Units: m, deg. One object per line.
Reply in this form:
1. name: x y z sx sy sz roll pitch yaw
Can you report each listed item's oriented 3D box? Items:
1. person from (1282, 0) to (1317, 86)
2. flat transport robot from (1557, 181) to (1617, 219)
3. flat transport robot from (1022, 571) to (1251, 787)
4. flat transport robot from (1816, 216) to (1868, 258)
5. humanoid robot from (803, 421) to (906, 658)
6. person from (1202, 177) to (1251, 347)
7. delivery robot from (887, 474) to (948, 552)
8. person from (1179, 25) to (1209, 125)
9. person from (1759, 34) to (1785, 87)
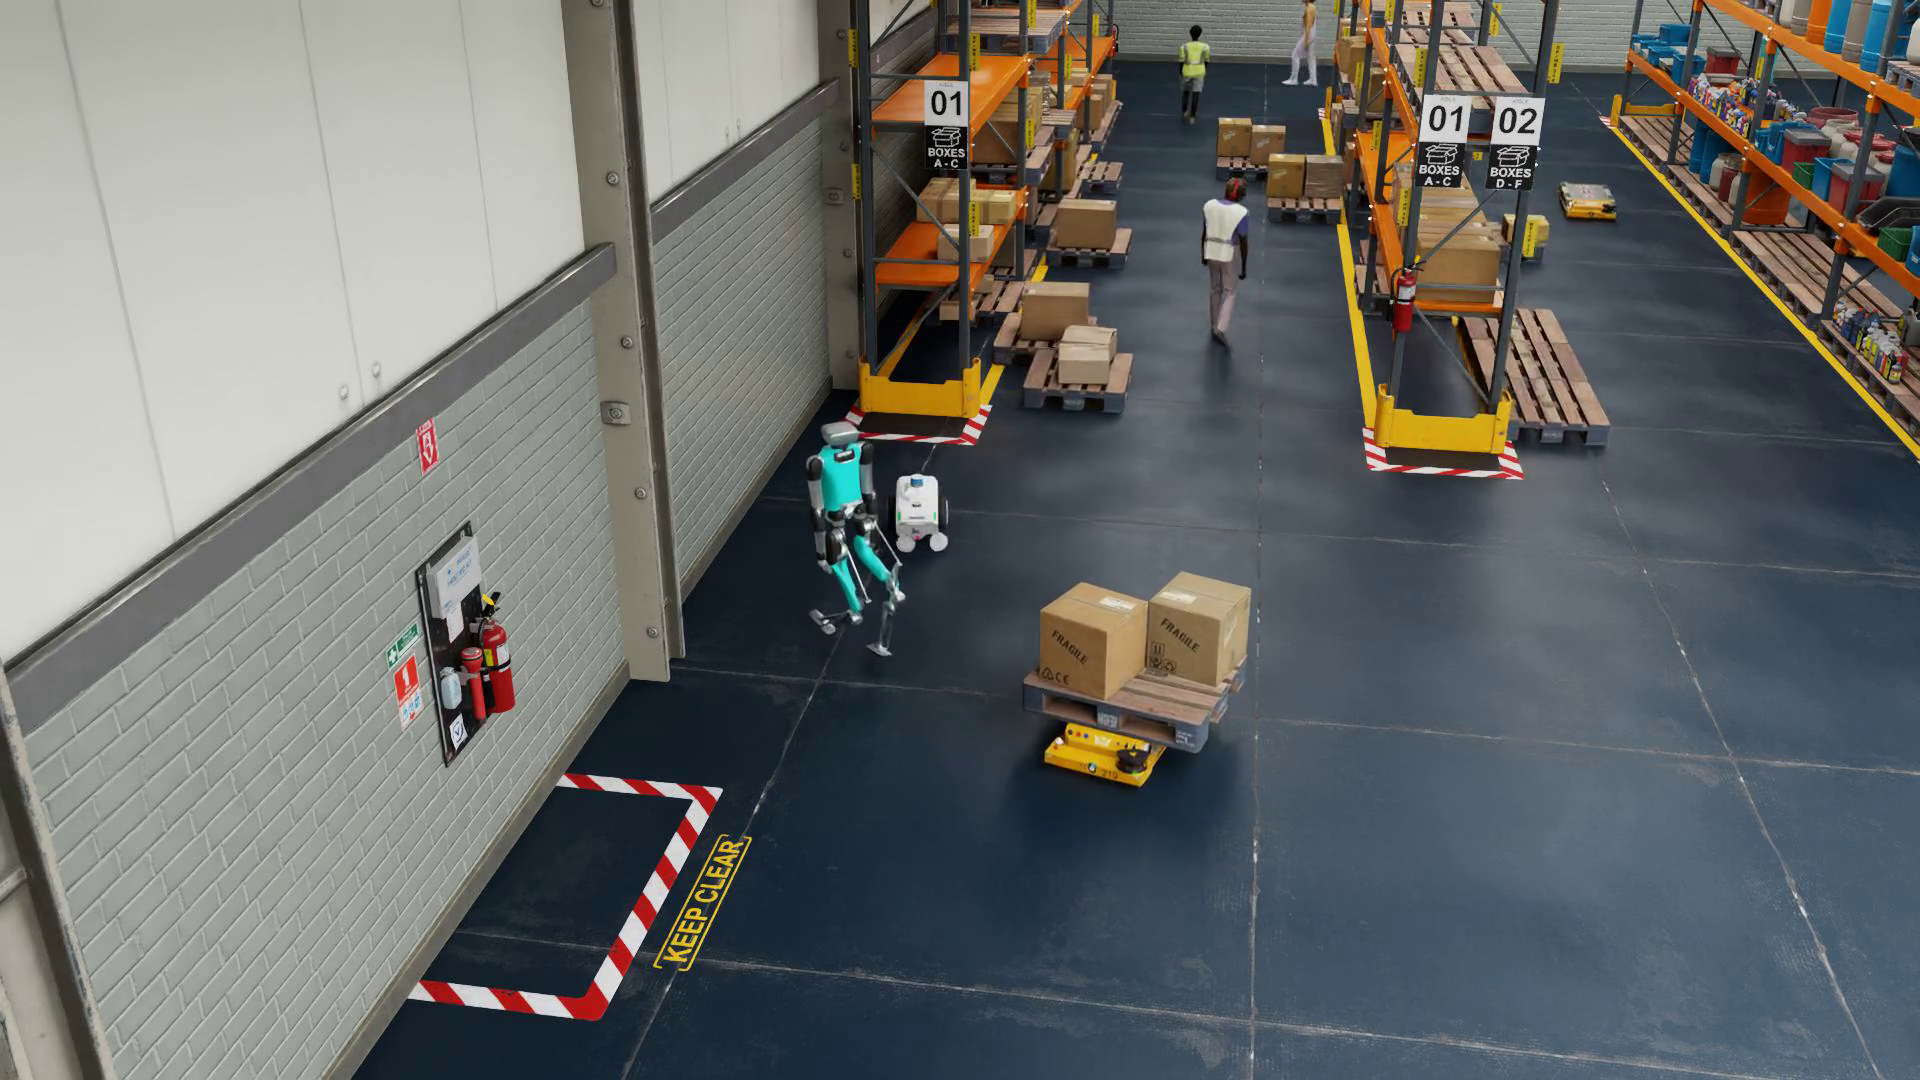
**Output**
1. person: 6.703 -9.836 32.560 0.789 1.830 0.544 10 27 20
2. flat transport robot: 8.937 -4.847 23.731 0.659 0.231 1.431 6 26 12
3. flat transport robot: 1.133 1.127 10.946 0.659 0.231 1.431 12 27 23
4. flat transport robot: 11.882 -3.953 21.818 0.659 0.231 1.431 4 25 9
5. humanoid robot: -0.701 0.064 11.490 0.544 1.728 1.040 -18 30 -33
6. person: 2.821 -3.029 18.025 0.633 1.809 0.778 18 30 33
7. delivery robot: -0.339 -0.253 13.571 0.517 0.603 0.774 0 25 -1
8. person: 4.100 -8.182 29.220 0.528 1.650 0.830 4 25 9
9. person: 15.882 -9.766 32.501 0.325 1.759 0.523 -16 29 -30
